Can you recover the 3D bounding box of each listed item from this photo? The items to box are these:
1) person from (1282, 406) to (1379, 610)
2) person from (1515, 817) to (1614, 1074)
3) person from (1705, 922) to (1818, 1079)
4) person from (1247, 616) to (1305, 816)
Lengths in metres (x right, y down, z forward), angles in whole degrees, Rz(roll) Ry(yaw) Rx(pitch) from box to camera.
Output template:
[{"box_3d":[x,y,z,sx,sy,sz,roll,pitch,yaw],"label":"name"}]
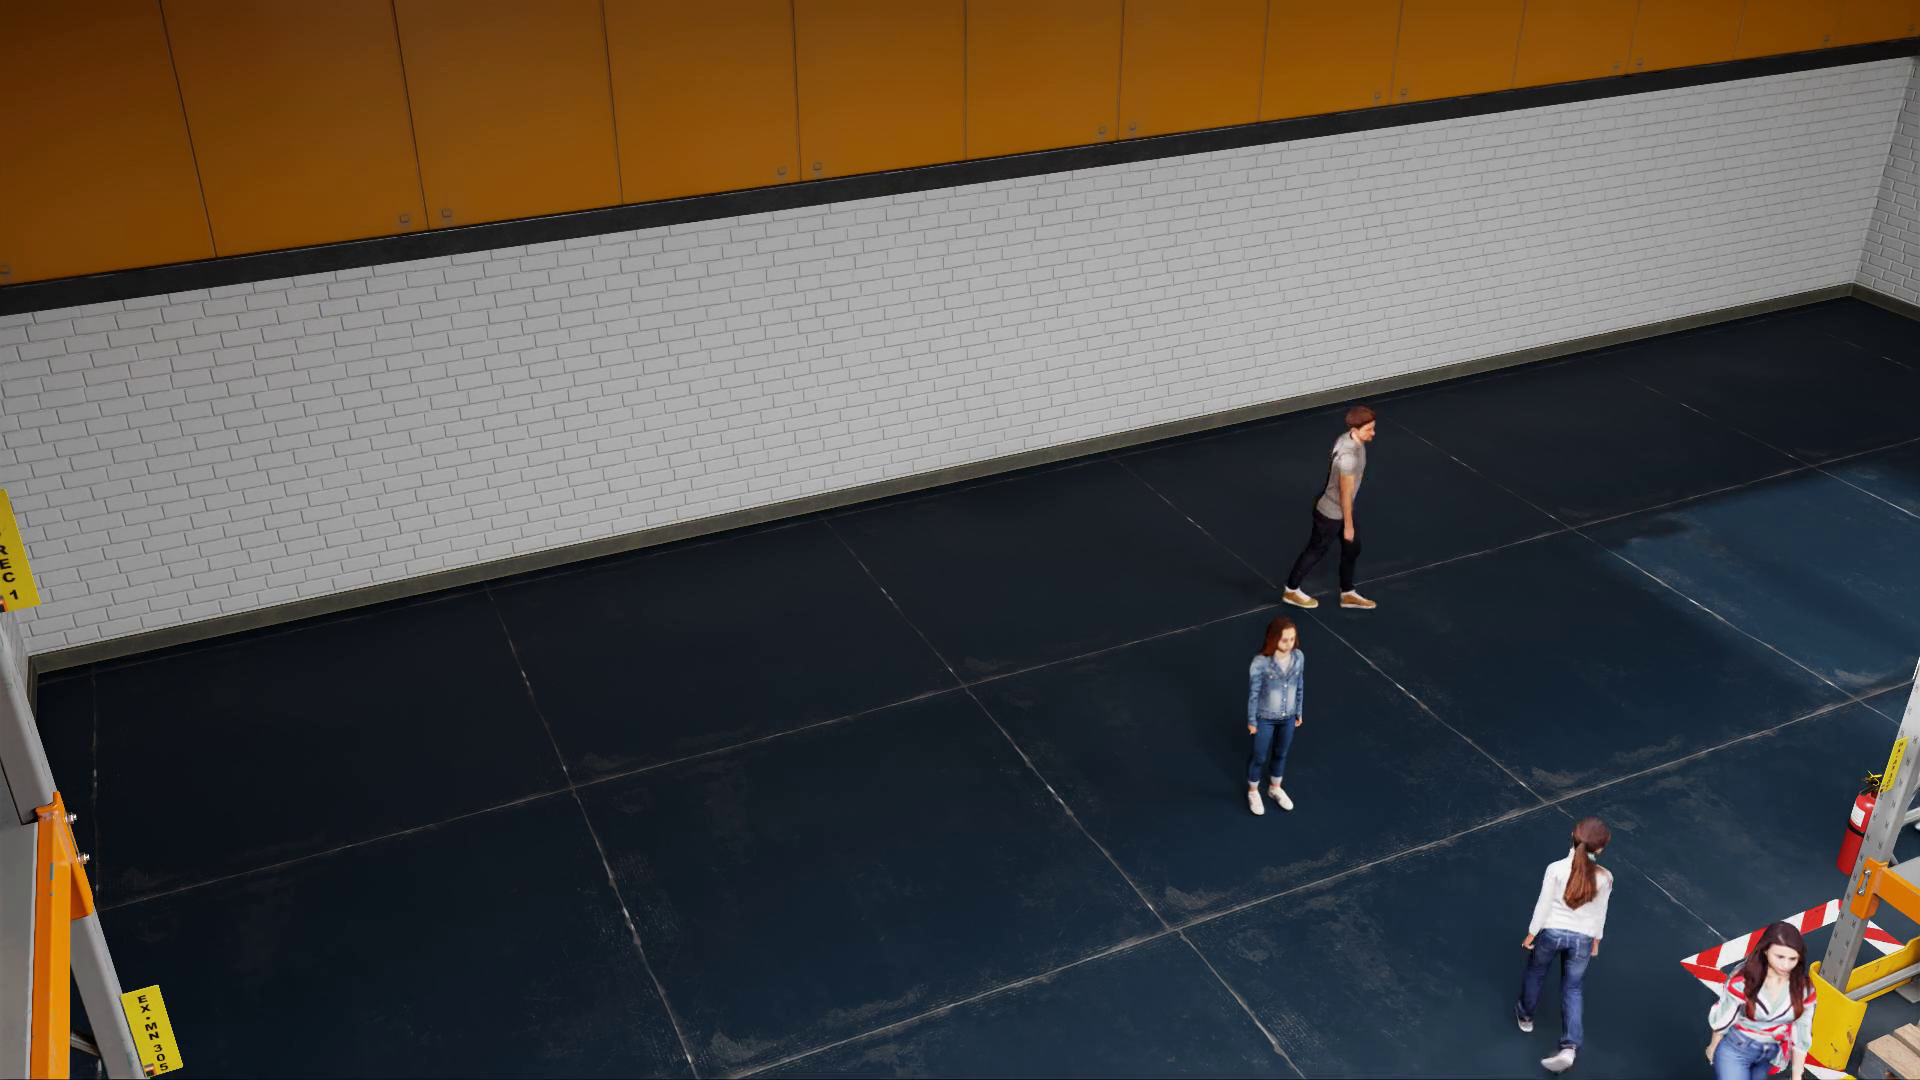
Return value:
[{"box_3d":[2.903,-0.251,13.210,1.101,1.841,1.020,8,30,15],"label":"person"},{"box_3d":[3.304,2.204,9.020,0.895,1.543,1.027,4,29,7],"label":"person"},{"box_3d":[3.977,2.525,8.402,0.933,1.571,1.116,3,29,5],"label":"person"},{"box_3d":[2.077,1.143,11.035,0.570,1.476,0.517,-10,30,-18],"label":"person"}]
